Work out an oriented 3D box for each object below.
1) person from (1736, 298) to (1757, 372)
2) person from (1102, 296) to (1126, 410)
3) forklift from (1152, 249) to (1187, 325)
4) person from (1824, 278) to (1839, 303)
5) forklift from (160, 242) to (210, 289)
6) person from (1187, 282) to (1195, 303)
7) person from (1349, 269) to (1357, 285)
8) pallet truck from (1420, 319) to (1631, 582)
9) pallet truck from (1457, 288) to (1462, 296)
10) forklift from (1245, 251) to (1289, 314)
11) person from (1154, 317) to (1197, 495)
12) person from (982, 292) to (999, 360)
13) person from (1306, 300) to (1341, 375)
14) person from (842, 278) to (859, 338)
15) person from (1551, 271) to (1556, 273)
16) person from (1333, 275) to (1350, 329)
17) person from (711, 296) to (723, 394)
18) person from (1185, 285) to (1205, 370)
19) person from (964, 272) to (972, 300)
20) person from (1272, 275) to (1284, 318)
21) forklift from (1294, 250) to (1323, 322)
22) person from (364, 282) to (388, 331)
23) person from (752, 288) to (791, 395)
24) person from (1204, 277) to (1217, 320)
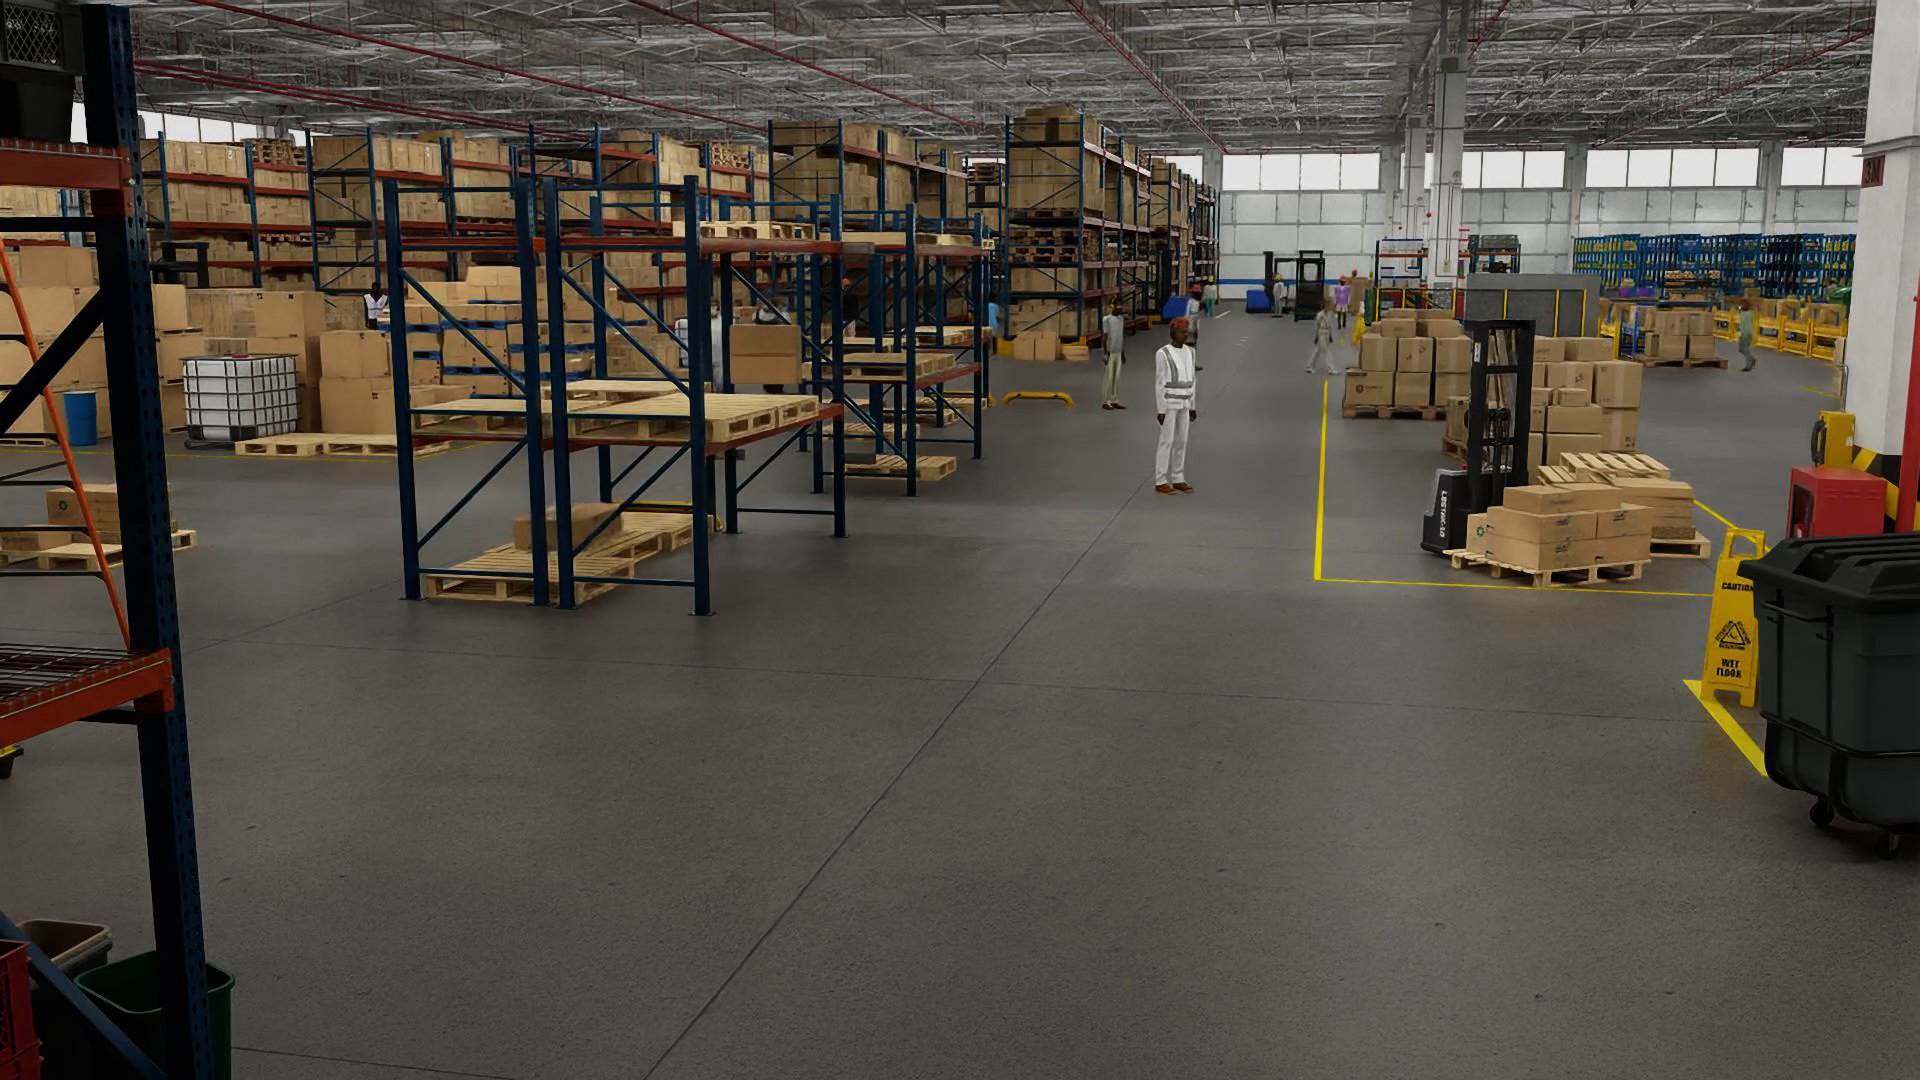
[{"bbox_3d":[17.358,-4.521,36.703,0.468,1.609,0.553,1,10,4],"label":"person"},{"bbox_3d":[2.550,-3.071,27.392,0.311,1.865,0.534,9,13,42],"label":"person"},{"bbox_3d":[7.646,-9.320,61.395,1.873,2.768,1.129,2,10,11],"label":"forklift"},{"bbox_3d":[34.435,-9.465,65.702,0.588,1.732,0.365,8,12,38],"label":"person"},{"bbox_3d":[-16.063,-4.810,34.690,1.129,2.768,1.873,2,10,12],"label":"forklift"},{"bbox_3d":[8.131,-8.233,58.460,0.318,1.697,0.535,1,10,9],"label":"person"},{"bbox_3d":[18.645,-11.830,78.881,0.389,1.993,0.618,-1,10,-9],"label":"person"},{"bbox_3d":[4.543,-0.757,13.299,0.823,1.965,1.885,-4,10,-22],"label":"pallet truck"},{"bbox_3d":[20.506,-9.785,68.819,0.653,1.274,1.630,2,10,12],"label":"pallet truck"},{"bbox_3d":[13.743,-11.484,74.208,1.873,2.768,1.129,2,10,12],"label":"forklift"},{"bbox_3d":[2.272,-1.409,17.535,0.568,1.878,0.351,-9,13,-42],"label":"person"},{"bbox_3d":[0.699,-5.274,41.056,0.559,1.653,0.852,-4,11,-24],"label":"person"},{"bbox_3d":[7.847,-4.379,35.933,0.847,1.595,0.529,7,12,35],"label":"person"},{"bbox_3d":[-2.833,-5.535,41.602,0.623,1.992,0.396,-3,10,-16],"label":"person"},{"bbox_3d":[28.200,-11.792,78.872,0.620,1.922,0.866,-1,10,-8],"label":"person"},{"bbox_3d":[13.493,-8.398,58.794,0.552,1.922,0.409,3,10,16],"label":"person"},{"bbox_3d":[-3.634,-2.605,24.414,0.629,1.940,0.379,-4,11,-24],"label":"person"},{"bbox_3d":[5.176,-4.684,36.844,0.737,1.895,0.638,-1,10,-5],"label":"person"},{"bbox_3d":[0.369,-12.543,83.453,0.397,1.898,0.790,1,10,9],"label":"person"},{"bbox_3d":[13.435,-10.283,70.208,0.404,1.828,0.592,-3,10,-20],"label":"person"},{"bbox_3d":[13.778,-10.002,65.433,1.129,2.768,1.873,2,10,12],"label":"forklift"},{"bbox_3d":[-14.637,-5.514,41.735,0.587,1.911,0.397,-5,11,-27],"label":"person"},{"bbox_3d":[-3.112,-3.164,27.422,0.695,2.000,0.618,3,10,16],"label":"person"},{"bbox_3d":[10.251,-9.867,68.056,0.527,1.726,0.853,1,10,7],"label":"person"}]
